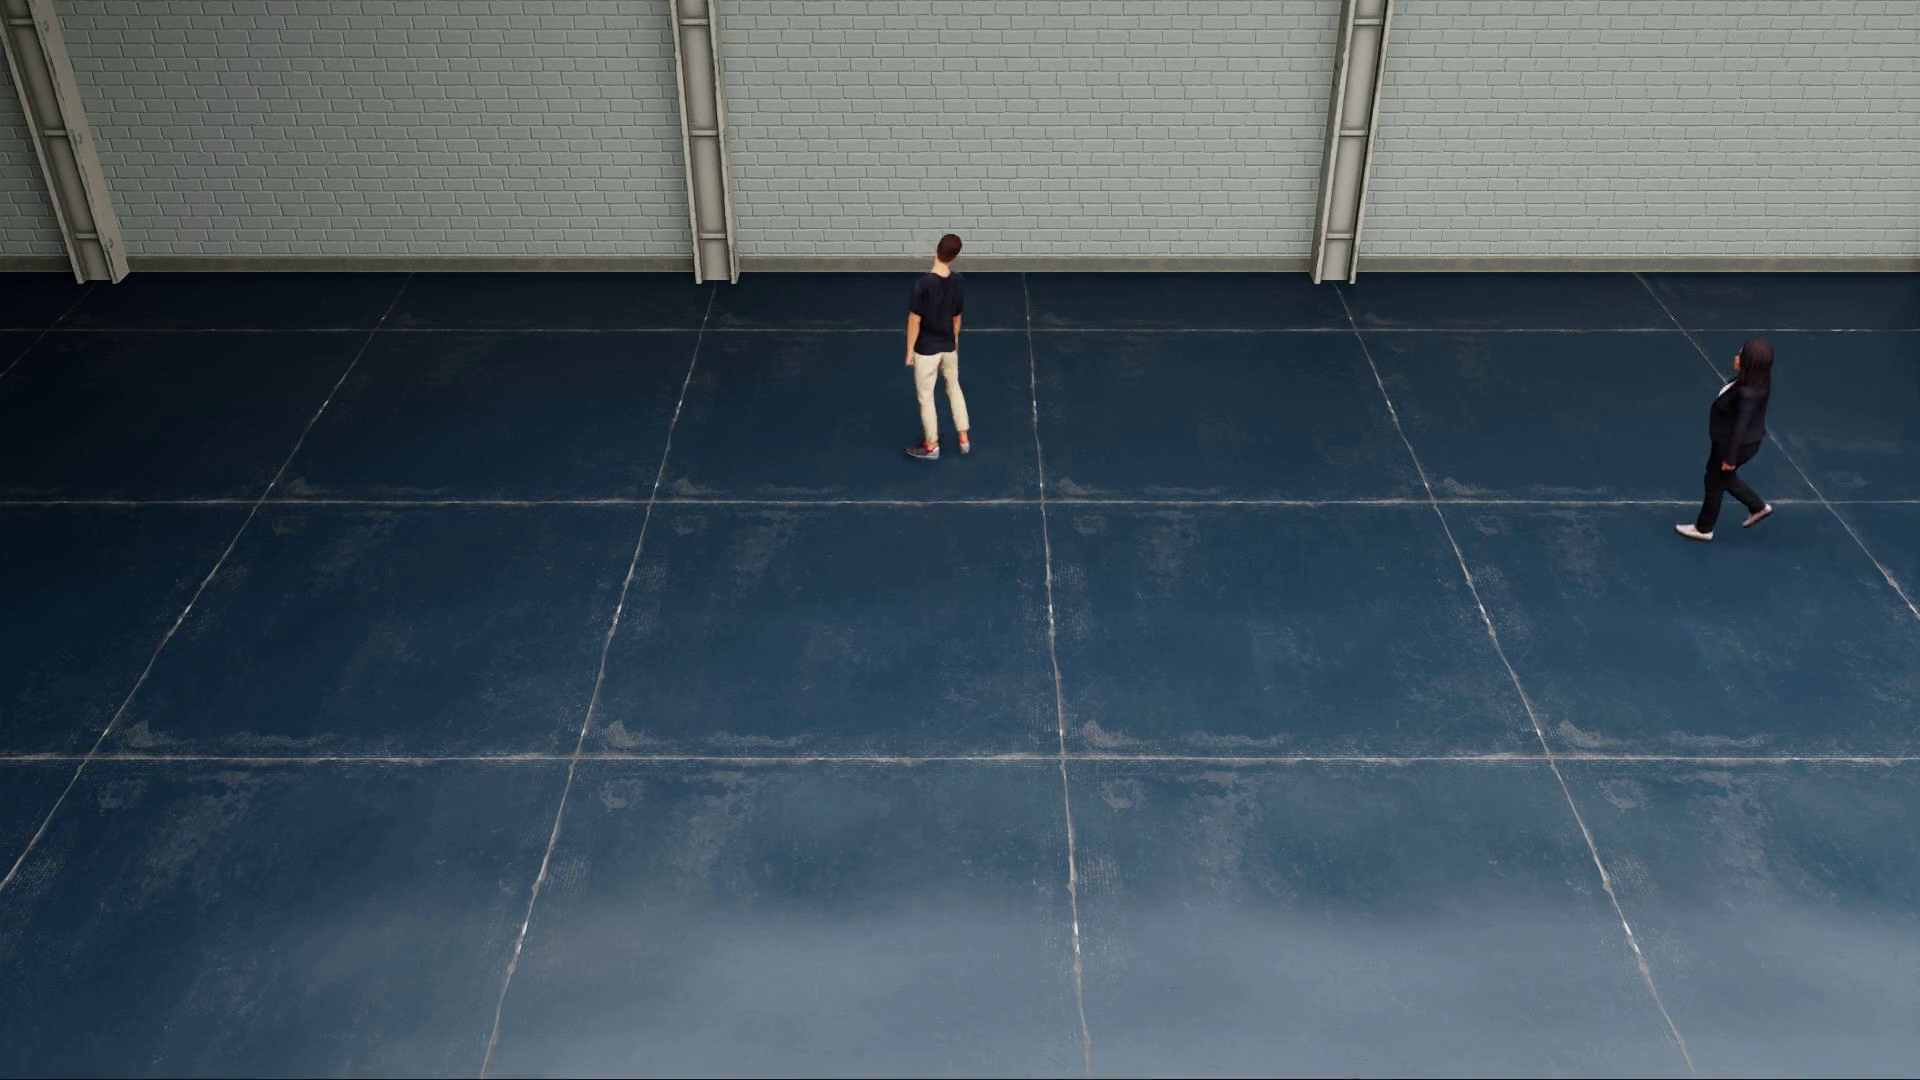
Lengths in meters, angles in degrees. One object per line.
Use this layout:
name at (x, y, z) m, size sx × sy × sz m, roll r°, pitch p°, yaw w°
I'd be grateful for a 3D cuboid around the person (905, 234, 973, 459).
person at (-0.209, -1.461, 12.861) m, size 0.884 × 1.825 × 0.798 m, roll 21°, pitch 39°, yaw 29°

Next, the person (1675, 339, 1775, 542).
person at (5.611, -0.674, 11.859) m, size 0.965 × 1.598 × 0.831 m, roll 13°, pitch 35°, yaw 19°
